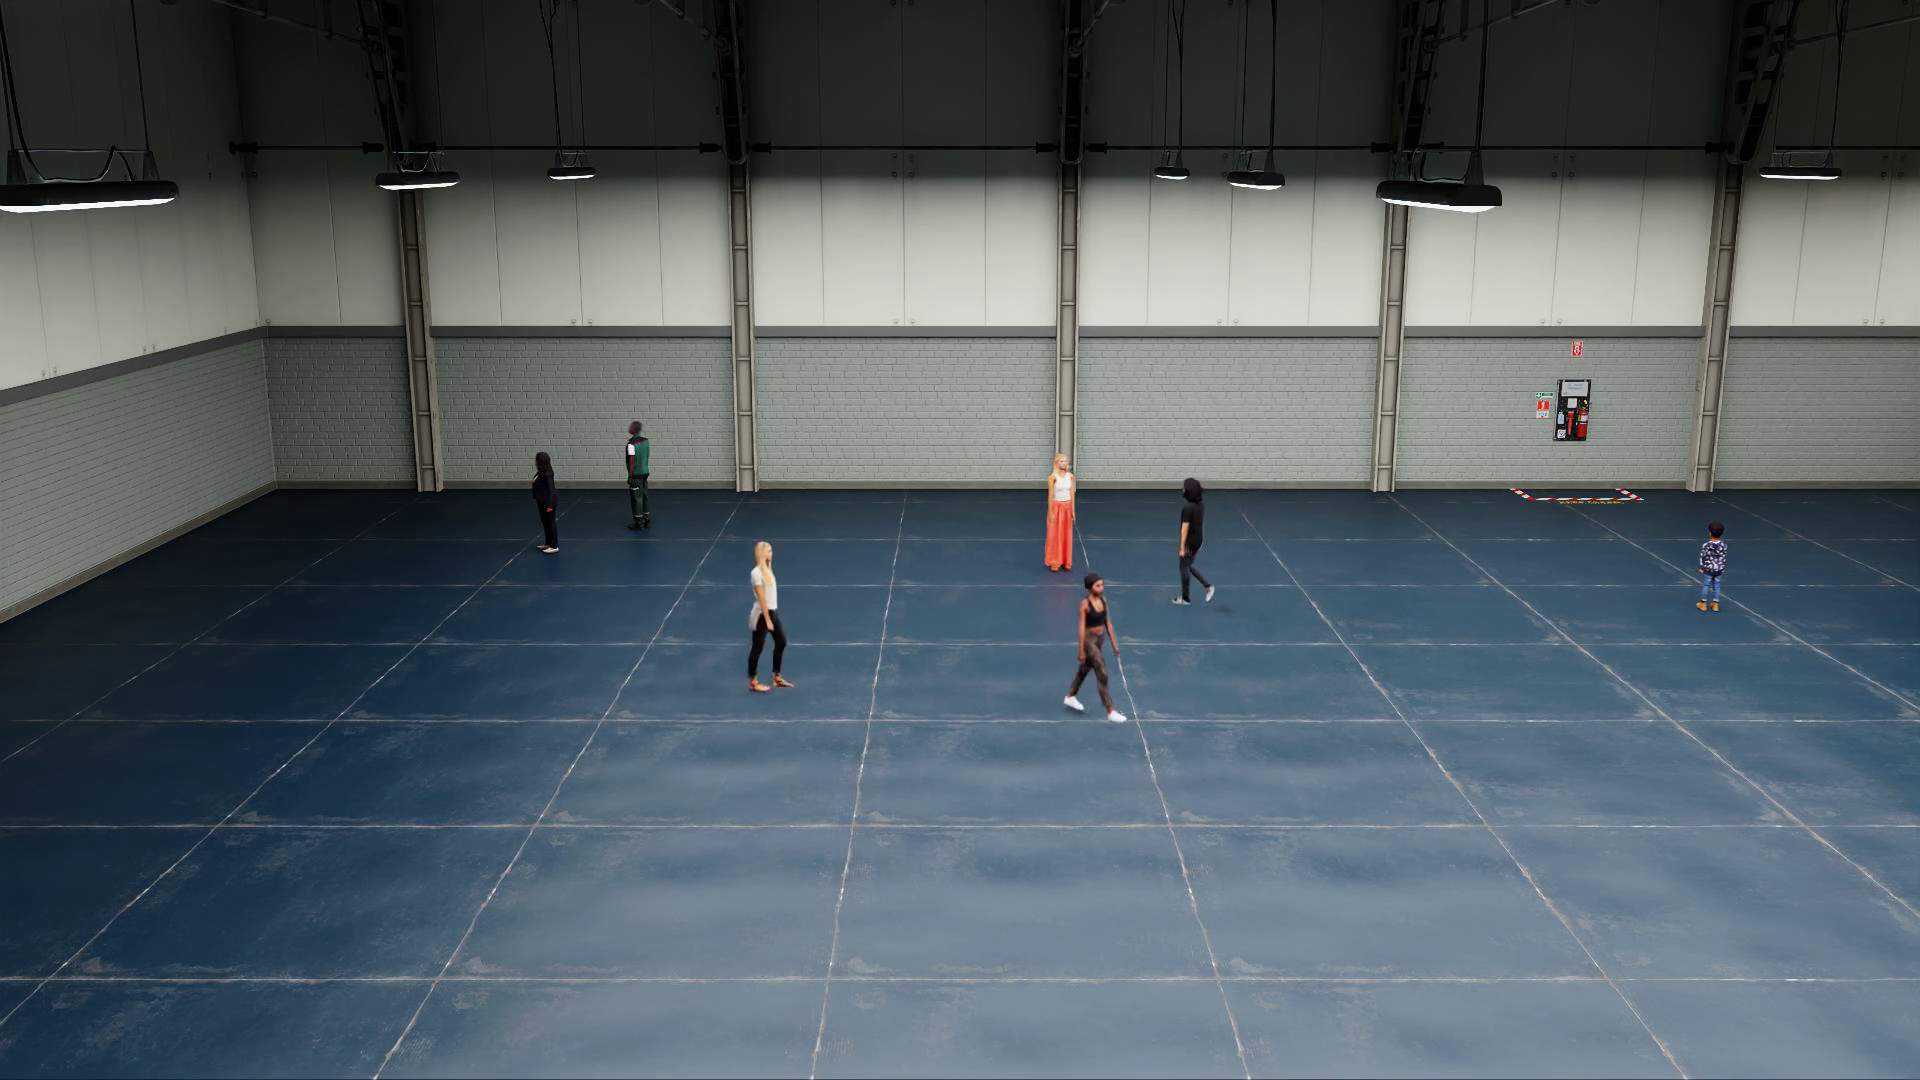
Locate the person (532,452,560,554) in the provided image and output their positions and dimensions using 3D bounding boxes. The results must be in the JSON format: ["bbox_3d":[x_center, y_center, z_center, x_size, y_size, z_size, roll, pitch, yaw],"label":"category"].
[{"bbox_3d":[-6.557,-0.605,26.384,0.791,1.616,0.769,-8,15,-30],"label":"person"}]

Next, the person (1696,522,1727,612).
[{"bbox_3d":[10.425,0.359,23.028,0.454,1.252,0.571,1,13,6],"label":"person"}]

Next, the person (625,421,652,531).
[{"bbox_3d":[-5.417,-1.093,27.999,0.751,1.839,0.773,6,14,24],"label":"person"}]

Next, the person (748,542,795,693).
[{"bbox_3d":[-2.389,0.912,19.411,0.811,1.807,0.688,2,13,11],"label":"person"}]

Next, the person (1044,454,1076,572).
[{"bbox_3d":[1.520,-0.423,25.187,0.685,1.801,0.775,-7,15,-28],"label":"person"}]

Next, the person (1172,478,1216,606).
[{"bbox_3d":[3.283,0.040,23.146,0.998,1.820,0.908,9,16,35],"label":"person"}]

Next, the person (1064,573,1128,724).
[{"bbox_3d":[1.425,1.185,18.582,1.181,1.649,1.106,13,18,43],"label":"person"}]
